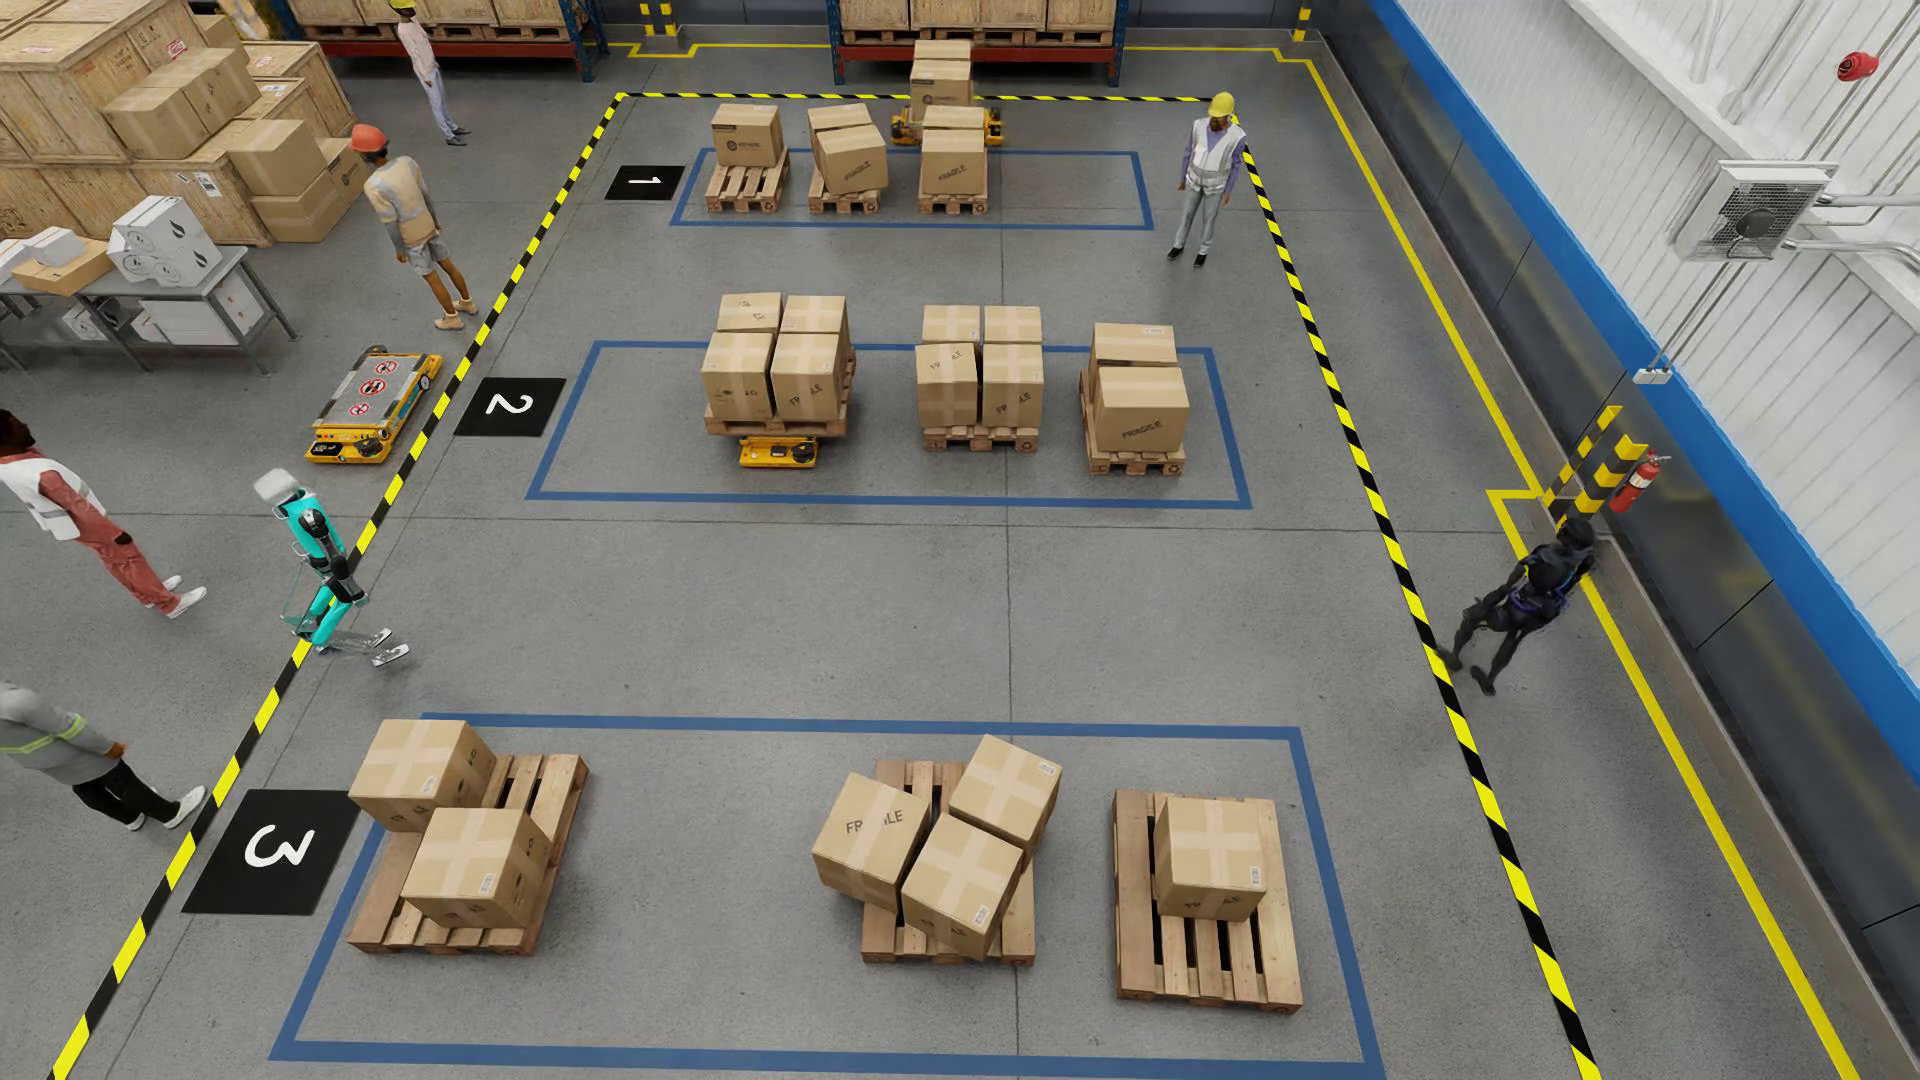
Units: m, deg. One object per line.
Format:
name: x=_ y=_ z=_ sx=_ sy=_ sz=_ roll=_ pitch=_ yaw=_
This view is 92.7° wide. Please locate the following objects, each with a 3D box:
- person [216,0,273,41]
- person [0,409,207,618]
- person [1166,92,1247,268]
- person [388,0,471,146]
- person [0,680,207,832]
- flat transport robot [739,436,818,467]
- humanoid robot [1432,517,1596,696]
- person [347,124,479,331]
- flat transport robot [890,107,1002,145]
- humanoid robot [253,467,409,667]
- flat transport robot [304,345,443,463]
person: x=-8.999 y=-6.520 z=11.835 sx=0.852 sy=1.884 sz=0.554 roll=-3 pitch=50 yaw=-3
person: x=-6.124 y=-0.134 z=6.410 sx=0.579 sy=1.911 sz=0.394 roll=23 pitch=53 yaw=18
person: x=2.548 y=-3.697 z=9.470 sx=0.589 sy=1.833 sz=0.405 roll=25 pitch=54 yaw=20
person: x=-6.535 y=-5.795 z=11.289 sx=0.311 sy=1.768 sz=0.527 roll=-7 pitch=50 yaw=-6
person: x=-5.236 y=1.167 z=5.342 sx=0.591 sy=1.851 sz=0.400 roll=1 pitch=50 yaw=1
flat transport robot: x=-1.582 y=-1.235 z=8.394 sx=0.652 sy=0.197 sz=1.431 roll=1 pitch=50 yaw=1
humanoid robot: x=3.719 y=0.424 z=6.087 sx=0.601 sy=1.644 sz=0.463 roll=-7 pitch=50 yaw=-6
person: x=-5.162 y=-2.918 z=8.673 sx=0.366 sy=2.048 sz=0.606 roll=12 pitch=51 yaw=10
flat transport robot: x=-0.176 y=-5.401 z=11.919 sx=1.431 sy=0.197 sz=0.652 roll=1 pitch=50 yaw=1
humanoid robot: x=-4.299 y=0.305 z=6.056 sx=0.533 sy=1.681 sz=0.735 roll=35 pitch=58 yaw=26
flat transport robot: x=-5.383 y=-1.269 z=8.441 sx=0.659 sy=0.231 sz=1.431 roll=1 pitch=50 yaw=1
